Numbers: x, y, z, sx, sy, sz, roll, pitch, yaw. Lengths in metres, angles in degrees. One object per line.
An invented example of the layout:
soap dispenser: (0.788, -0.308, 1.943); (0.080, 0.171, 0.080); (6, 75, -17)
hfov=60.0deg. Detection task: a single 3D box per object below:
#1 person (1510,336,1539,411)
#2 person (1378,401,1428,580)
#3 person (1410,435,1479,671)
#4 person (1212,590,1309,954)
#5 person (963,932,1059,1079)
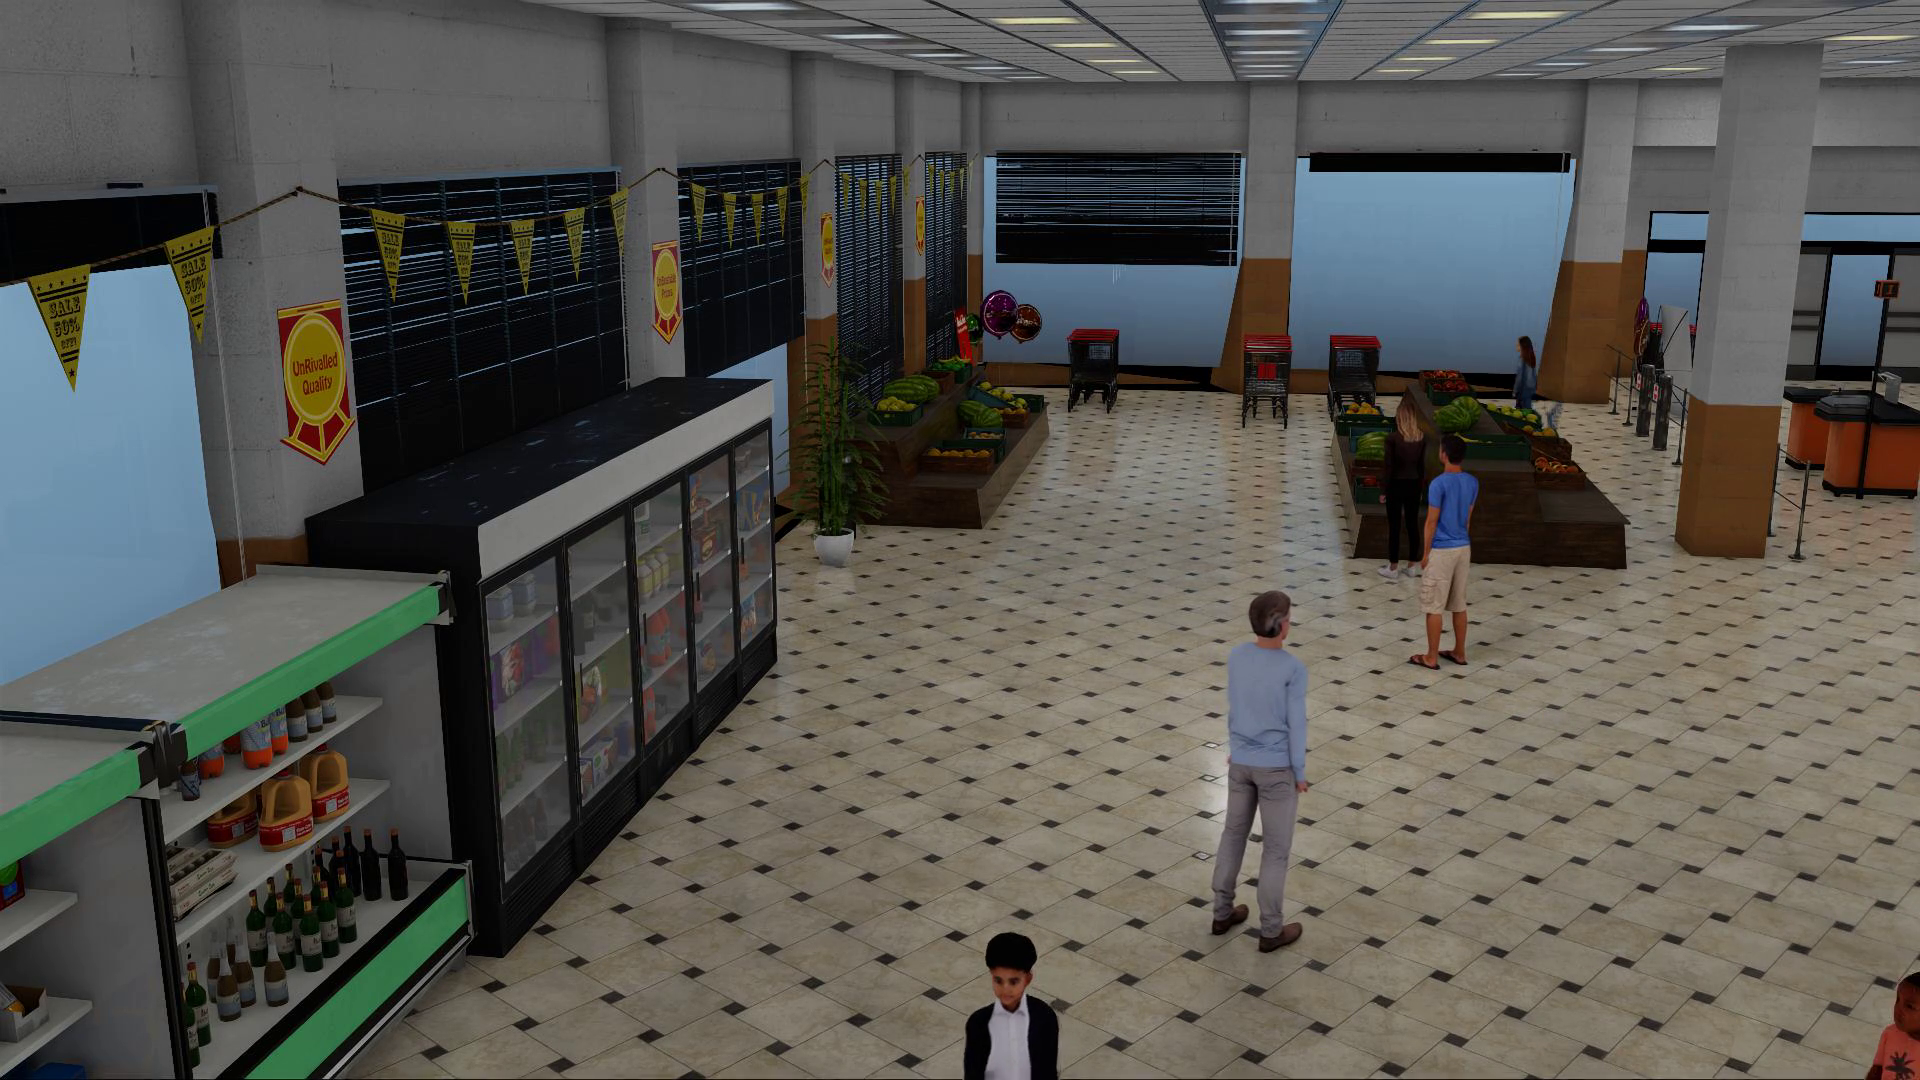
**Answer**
person: (7.915, -2.087, 23.062); (0.755, 1.457, 0.683); (12, 18, 41)
person: (4.240, -0.478, 15.907); (0.671, 1.703, 0.658); (-4, 14, -16)
person: (3.886, 0.092, 13.223); (0.734, 1.861, 0.777); (-8, 16, -29)
person: (1.571, 1.185, 8.660); (0.767, 1.887, 0.732); (-12, 18, -41)
person: (0.206, 2.070, 6.441); (0.519, 1.214, 0.592); (2, 14, 7)
